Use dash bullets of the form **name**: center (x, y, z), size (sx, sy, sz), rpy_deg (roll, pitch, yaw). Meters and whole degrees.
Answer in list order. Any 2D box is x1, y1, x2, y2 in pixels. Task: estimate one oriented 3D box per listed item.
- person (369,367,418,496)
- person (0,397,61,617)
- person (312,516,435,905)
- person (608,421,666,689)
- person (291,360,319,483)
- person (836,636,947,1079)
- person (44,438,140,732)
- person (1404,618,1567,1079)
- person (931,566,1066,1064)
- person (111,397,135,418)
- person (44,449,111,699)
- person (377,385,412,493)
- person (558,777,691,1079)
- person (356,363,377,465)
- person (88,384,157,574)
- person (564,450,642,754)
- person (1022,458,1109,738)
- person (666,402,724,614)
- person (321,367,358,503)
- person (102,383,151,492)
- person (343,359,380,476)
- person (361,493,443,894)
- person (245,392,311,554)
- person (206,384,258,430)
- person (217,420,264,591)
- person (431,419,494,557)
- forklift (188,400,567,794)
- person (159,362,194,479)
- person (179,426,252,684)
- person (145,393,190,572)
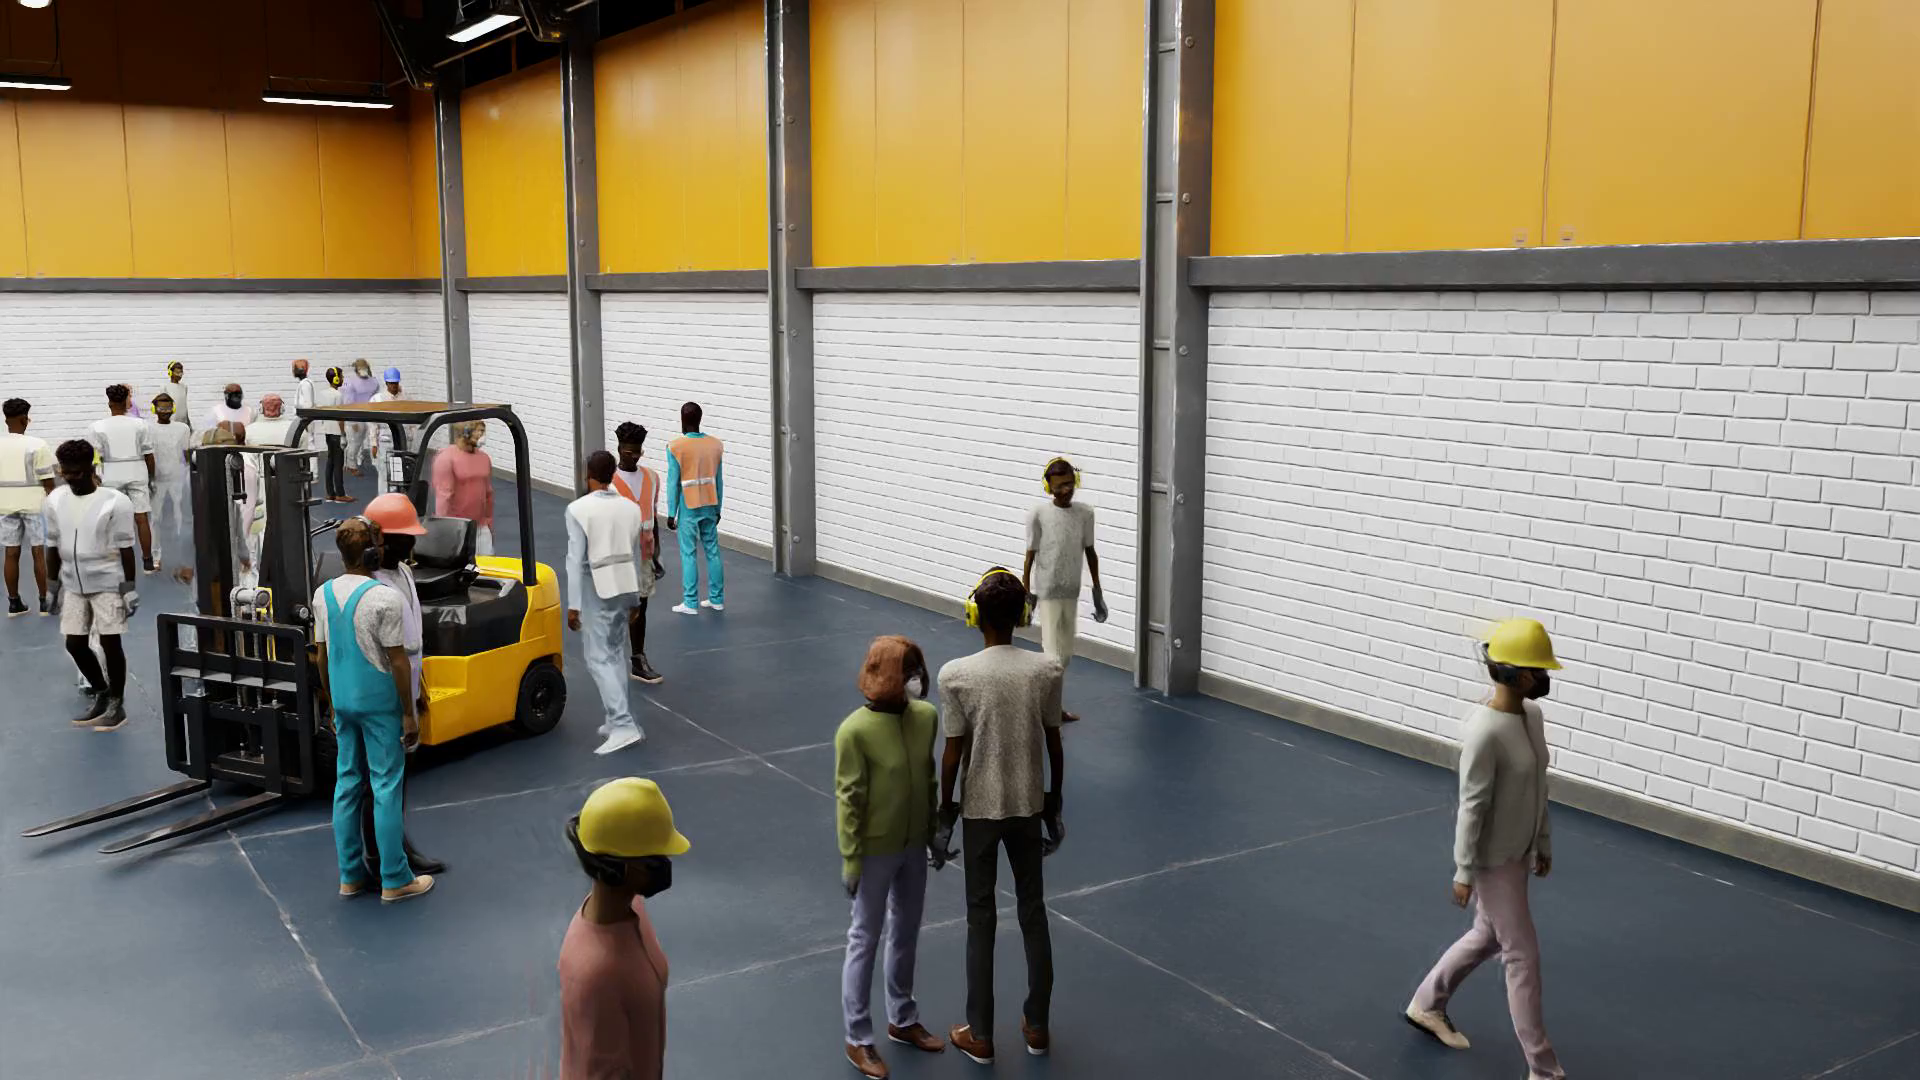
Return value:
- **person**: center (-7.219, -1.236, 21.243), size (0.616, 1.945, 0.404), rpy_deg (-6, 10, -36)
- **person**: center (-8.328, -0.288, 14.798), size (0.605, 1.966, 0.367), rpy_deg (0, 8, -2)
- **person**: center (-2.786, 0.802, 7.856), size (0.508, 1.846, 0.345), rpy_deg (3, 9, 20)
- **person**: center (-2.420, 0.107, 12.157), size (0.383, 1.958, 0.603), rpy_deg (8, 12, 43)
- **person**: center (-9.931, -1.791, 25.213), size (0.364, 1.878, 0.604), rpy_deg (-3, 9, -21)
- **person**: center (-0.245, 1.157, 6.183), size (0.292, 1.628, 0.512), rpy_deg (8, 11, 42)
- **person**: center (-5.722, 0.299, 10.947), size (0.620, 1.942, 0.449), rpy_deg (1, 8, 5)
- **person**: center (1.979, 1.127, 6.055), size (0.814, 1.733, 0.539), rpy_deg (7, 11, 40)
- **person**: center (0.146, 1.027, 6.252), size (0.520, 1.874, 0.327), rpy_deg (-2, 9, -16)
- **person**: center (-10.806, -1.120, 21.545), size (0.509, 1.618, 0.409), rpy_deg (6, 10, 33)
- **person**: center (-6.163, 0.226, 11.881), size (0.640, 1.799, 0.509), rpy_deg (4, 9, 23)
- **person**: center (-7.912, -1.394, 23.350), size (0.521, 1.624, 0.415), rpy_deg (-2, 9, -10)
- **person**: center (-0.722, 1.421, 4.012), size (0.758, 1.734, 0.557), rpy_deg (0, 8, 1)
- **person**: center (-9.970, -2.125, 27.924), size (0.493, 1.743, 0.295), rpy_deg (1, 8, 4)
- **person**: center (-8.511, -0.606, 16.934), size (0.602, 1.967, 0.367), rpy_deg (-5, 10, -31)
- **person**: center (-2.200, 0.383, 10.601), size (0.606, 1.873, 0.665), rpy_deg (5, 10, 33)
- **person**: center (0.627, 0.365, 10.862), size (0.594, 1.839, 0.564), rpy_deg (-5, 10, -32)
- **person**: center (-2.373, -0.288, 15.016), size (0.390, 1.908, 0.585), rpy_deg (8, 12, 44)
- **person**: center (-8.610, -1.450, 22.950), size (0.514, 1.872, 0.332), rpy_deg (7, 11, 41)
- **person**: center (-11.969, -1.433, 23.752), size (0.865, 1.583, 0.535), rpy_deg (0, 8, -3)
- **person**: center (-9.305, -1.886, 25.887), size (1.032, 1.885, 0.637), rpy_deg (6, 10, 34)
- **person**: center (-2.718, 0.733, 8.023), size (0.378, 1.933, 0.551), rpy_deg (0, 8, 2)
- **person**: center (-6.751, -0.501, 16.435), size (0.644, 1.907, 0.399), rpy_deg (-4, 9, -26)
- **person**: center (-8.848, -1.013, 20.299), size (0.647, 1.787, 0.975), rpy_deg (-7, 11, -41)
- **person**: center (-5.991, -0.075, 13.775), size (0.429, 1.845, 0.620), rpy_deg (-5, 10, -29)
- **person**: center (-4.031, -0.069, 13.497), size (0.616, 1.912, 0.737), rpy_deg (4, 9, 26)
- **forklift**: center (-3.529, 0.258, 10.348), size (1.214, 2.155, 2.313), rpy_deg (4, 9, 25)
- **person**: center (-11.668, -1.722, 24.812), size (0.329, 1.865, 0.507), rpy_deg (3, 9, 18)
- **person**: center (-5.373, 0.125, 12.173), size (0.747, 1.908, 0.663), rpy_deg (-1, 8, -5)
- **person**: center (-8.238, -0.601, 17.281), size (0.523, 1.860, 0.318), rpy_deg (-4, 9, -26)
